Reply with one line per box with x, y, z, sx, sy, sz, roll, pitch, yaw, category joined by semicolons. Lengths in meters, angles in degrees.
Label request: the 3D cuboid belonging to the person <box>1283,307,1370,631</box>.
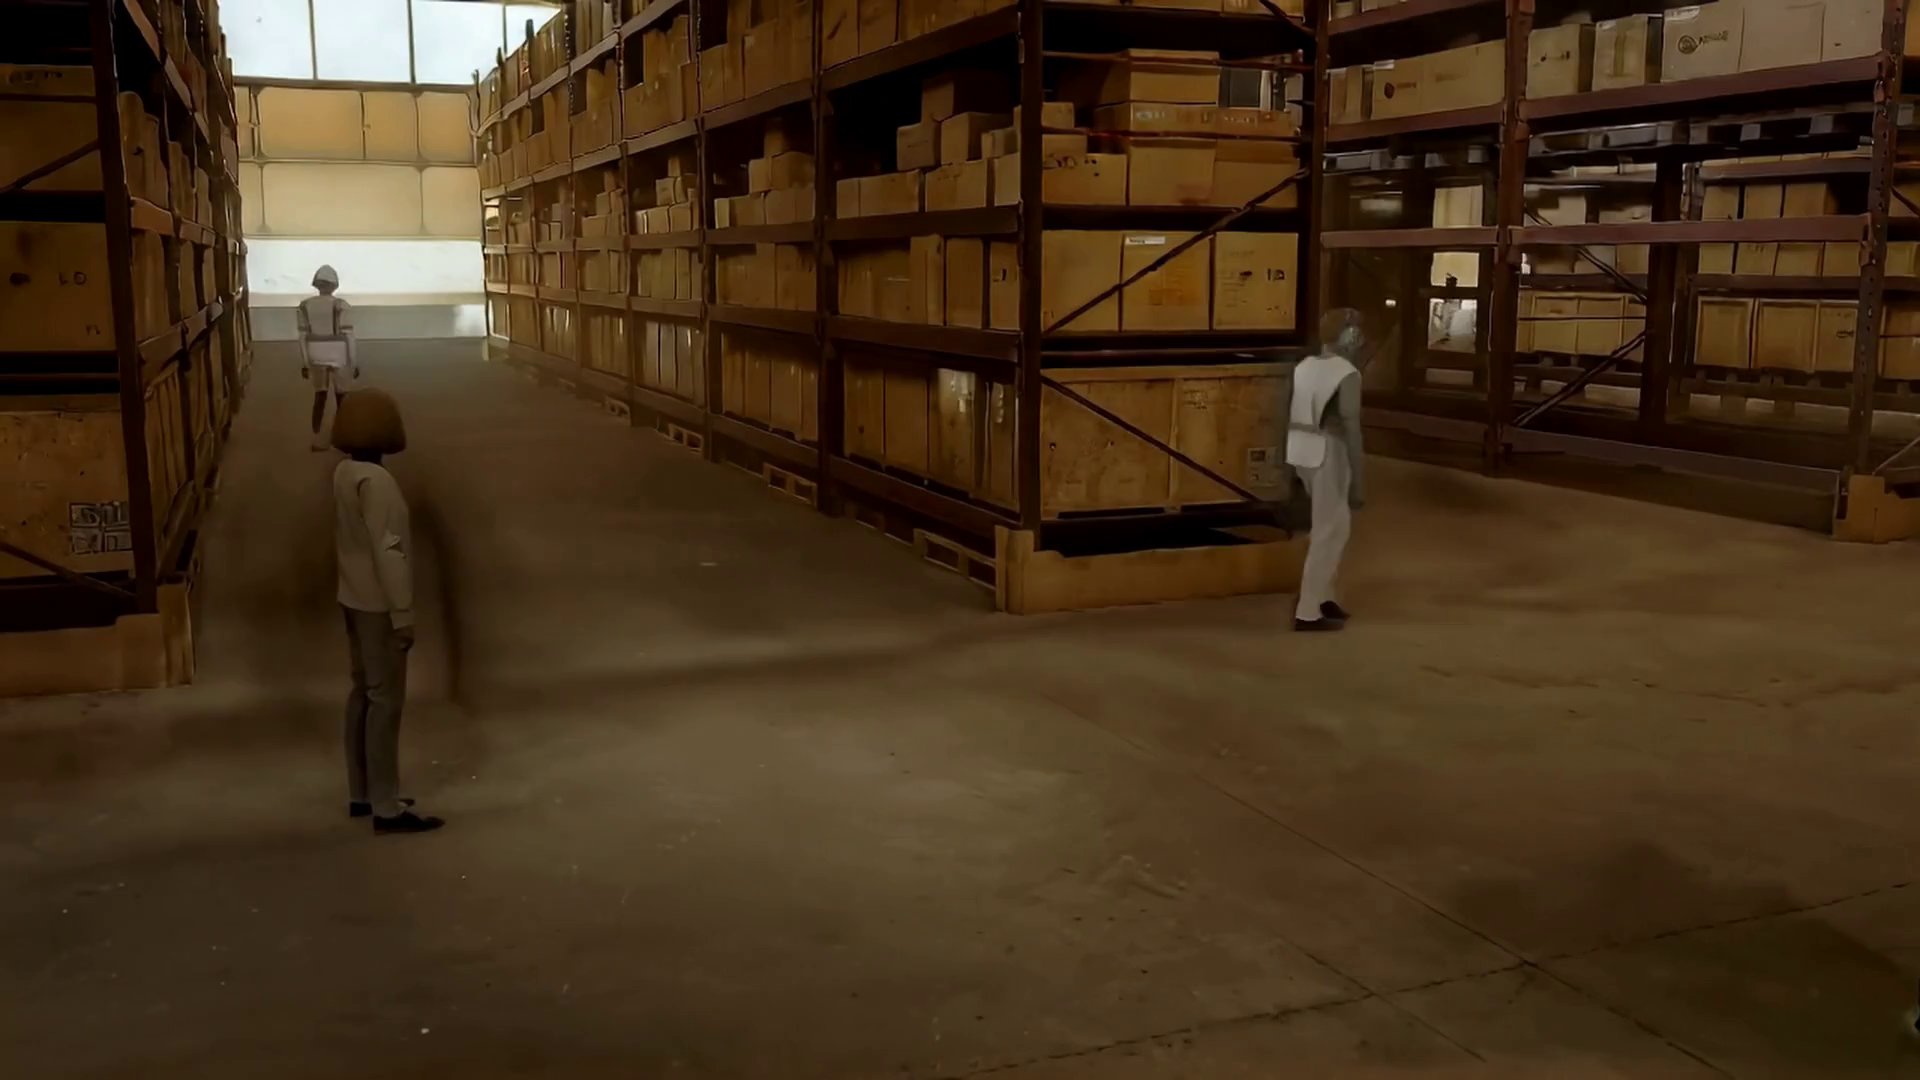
2.113;-0.389;9.354;0.567;1.817;0.608;-3;10;-18;person

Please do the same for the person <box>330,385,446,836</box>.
-2.110;0.255;6.053;0.275;1.636;0.507;-7;12;-37;person

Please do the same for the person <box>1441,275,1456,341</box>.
12.906;-6.106;43.836;0.314;1.744;0.487;8;12;38;person

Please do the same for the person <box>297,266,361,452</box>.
-6.903;-1.964;18.213;0.638;2.030;0.413;1;9;3;person

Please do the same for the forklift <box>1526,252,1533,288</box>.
11.171;-4.634;31.620;1.129;2.768;1.873;-4;10;-22;forklift

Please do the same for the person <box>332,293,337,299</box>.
-13.933;-4.960;36.702;0.404;1.834;0.591;-4;10;-24;person
